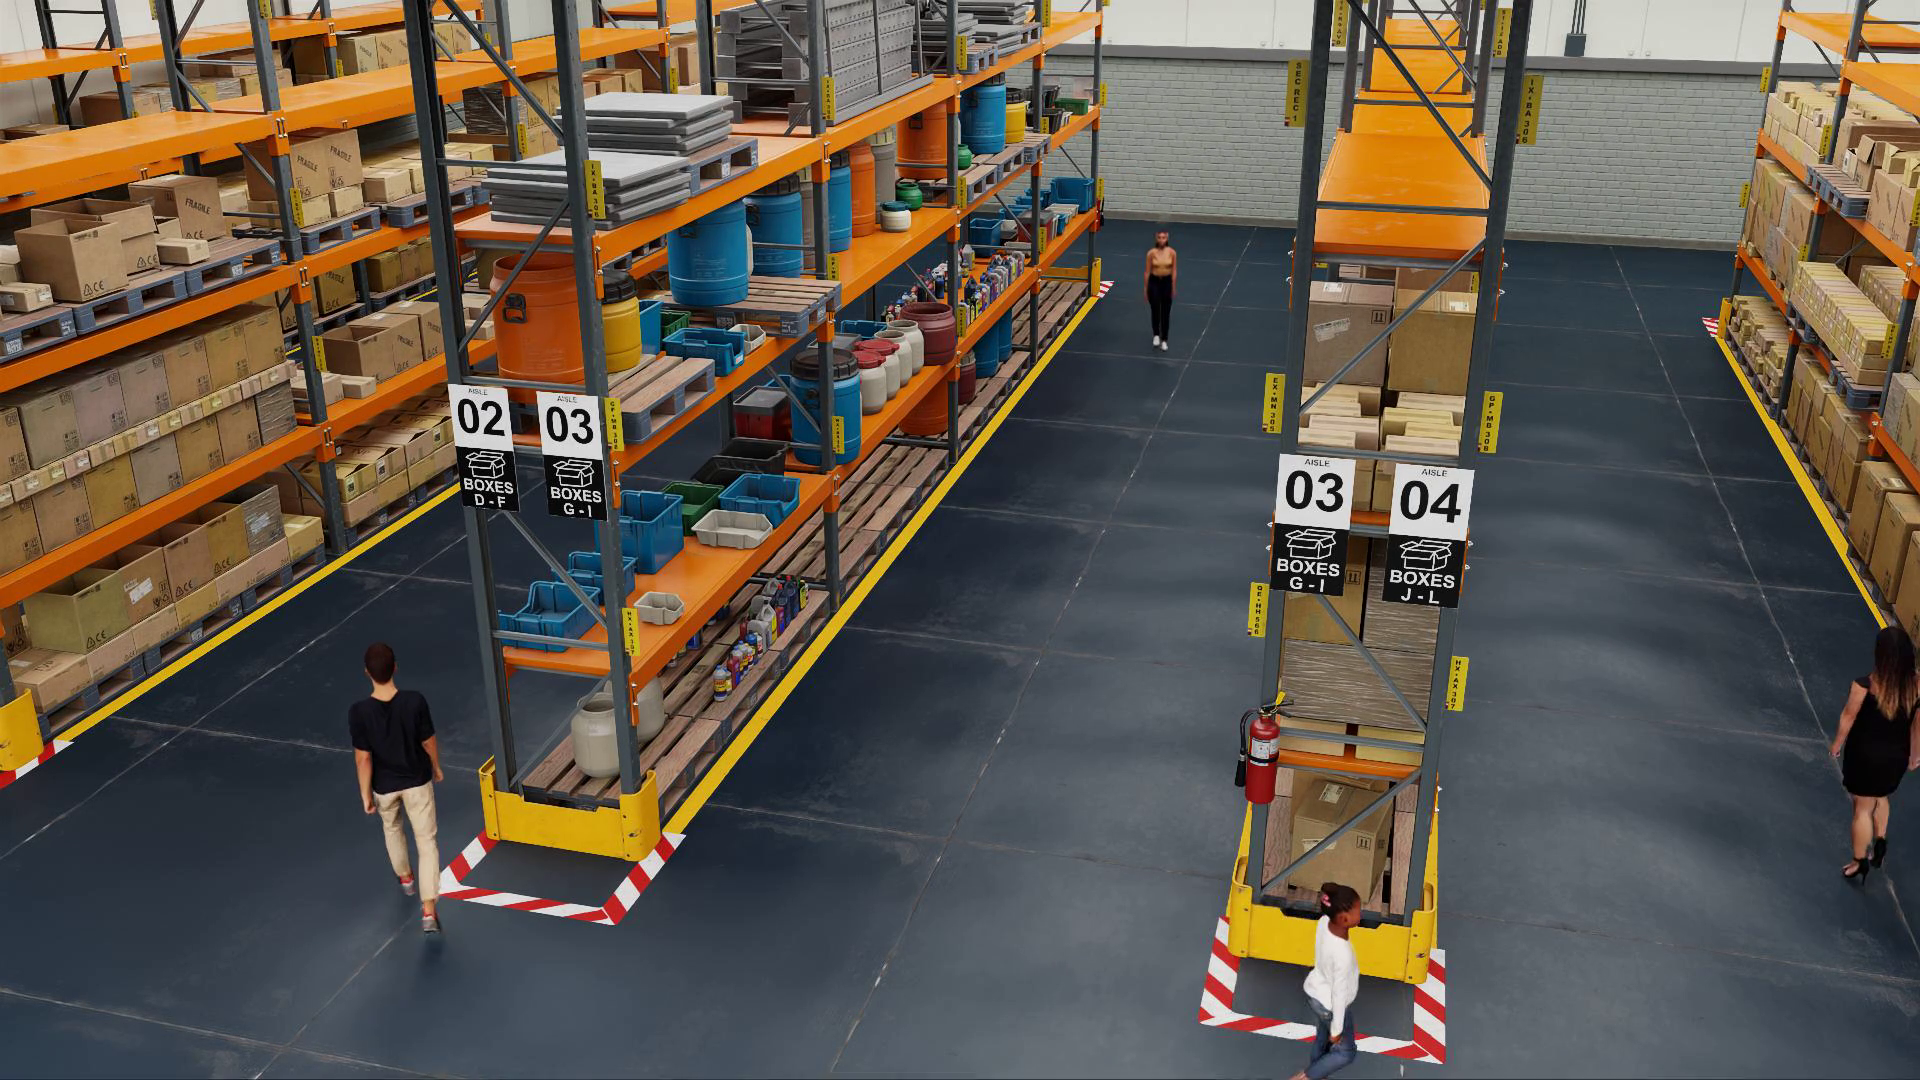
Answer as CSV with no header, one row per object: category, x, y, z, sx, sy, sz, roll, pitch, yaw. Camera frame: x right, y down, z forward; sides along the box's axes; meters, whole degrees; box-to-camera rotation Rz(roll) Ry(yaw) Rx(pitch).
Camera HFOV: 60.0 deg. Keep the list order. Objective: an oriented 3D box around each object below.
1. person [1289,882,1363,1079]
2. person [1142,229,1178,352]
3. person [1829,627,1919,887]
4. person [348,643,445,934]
person,1.818,2.355,8.466,0.730,1.445,0.712,-3,22,-7
person,2.672,-3.364,22.240,0.726,1.603,0.992,1,22,3
person,5.805,1.412,10.441,0.740,1.696,0.753,-2,22,-5
person,-3.337,1.522,10.008,1.047,1.821,1.258,-6,23,-15
